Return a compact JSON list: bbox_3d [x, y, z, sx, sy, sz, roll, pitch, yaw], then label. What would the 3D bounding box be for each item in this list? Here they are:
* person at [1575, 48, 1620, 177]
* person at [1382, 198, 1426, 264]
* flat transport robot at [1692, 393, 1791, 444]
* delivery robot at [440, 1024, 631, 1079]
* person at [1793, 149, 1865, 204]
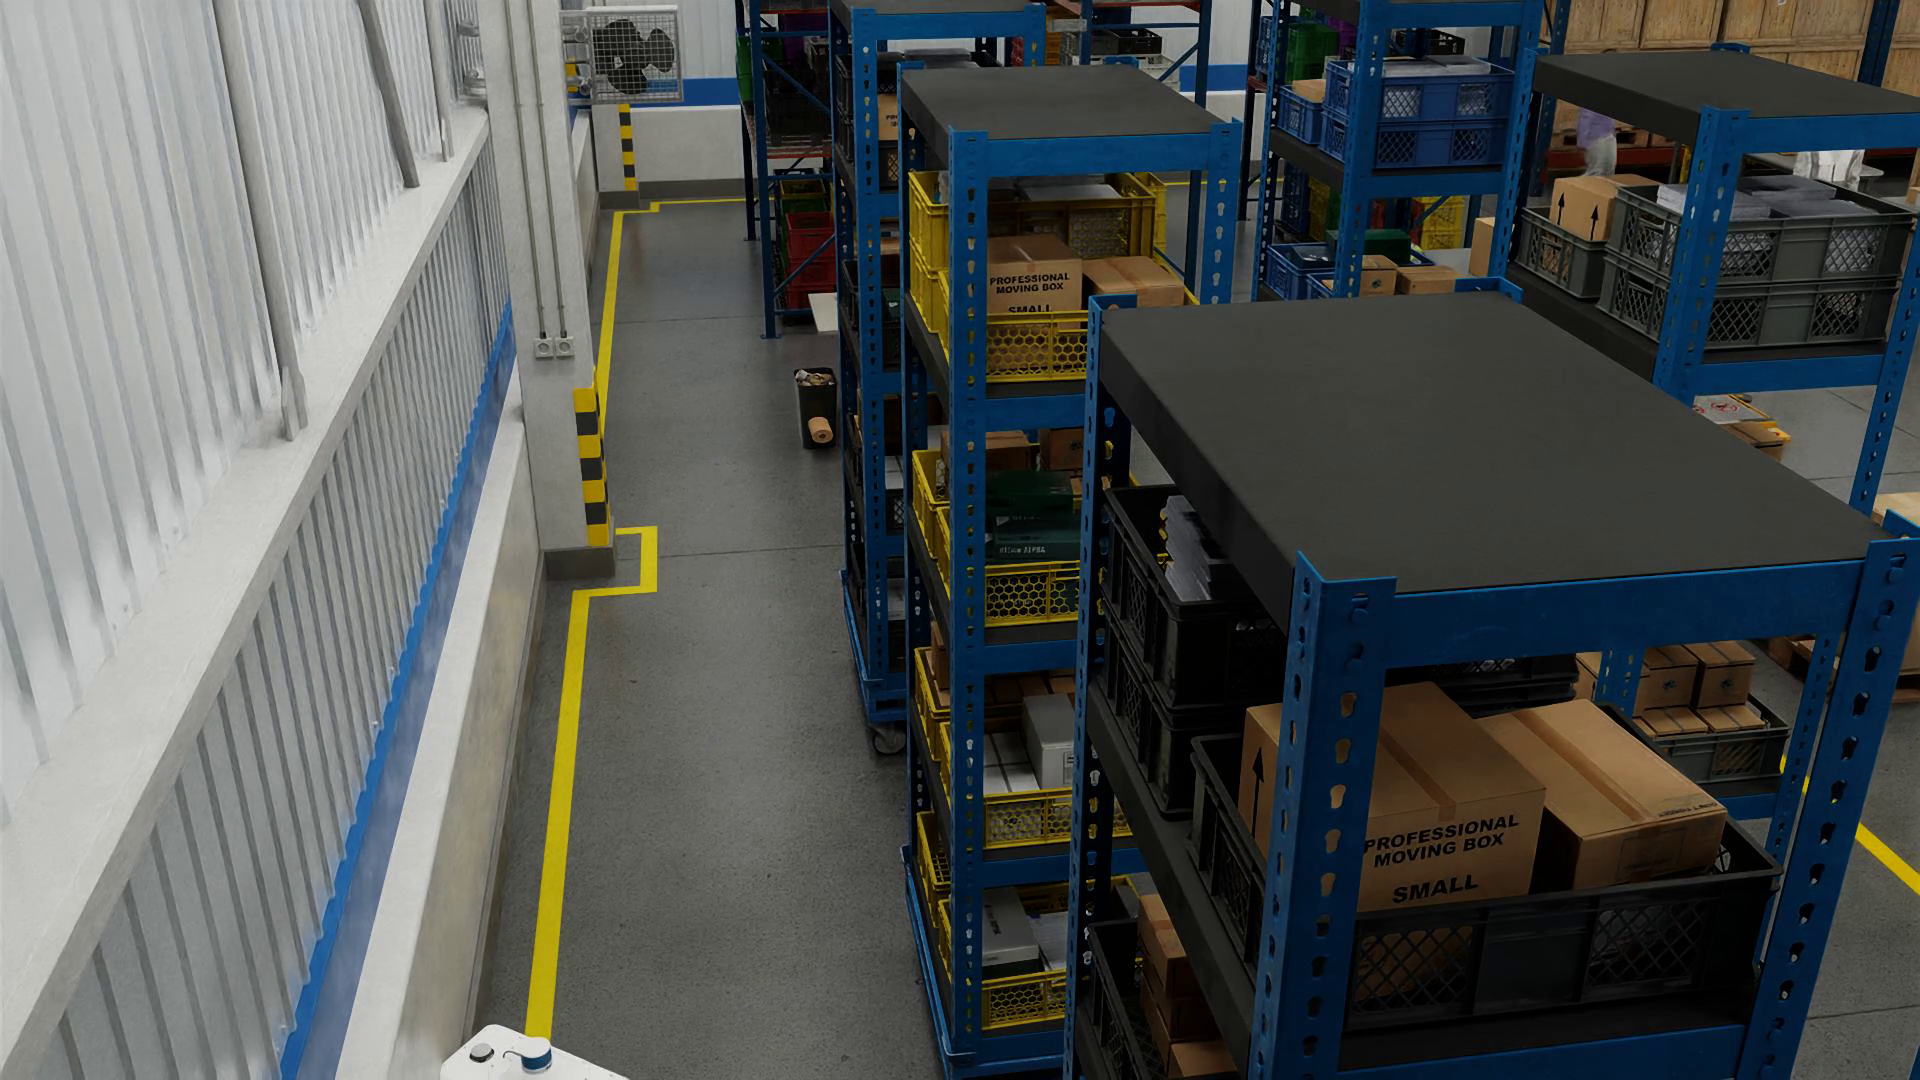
[{"bbox_3d":[6.772,-4.286,17.682,0.627,1.889,0.689,21,32,38],"label":"person"},{"bbox_3d":[2.989,-1.490,11.639,0.429,1.843,0.633,-17,30,-32],"label":"person"},{"bbox_3d":[5.224,-0.859,12.132,1.431,0.197,0.652,-4,25,-8],"label":"flat transport robot"},{"bbox_3d":[-1.423,1.913,5.663,0.707,0.478,0.477,13,27,25],"label":"delivery robot"},{"bbox_3d":[7.639,-2.951,14.780,0.577,1.878,0.349,2,25,4],"label":"person"}]
